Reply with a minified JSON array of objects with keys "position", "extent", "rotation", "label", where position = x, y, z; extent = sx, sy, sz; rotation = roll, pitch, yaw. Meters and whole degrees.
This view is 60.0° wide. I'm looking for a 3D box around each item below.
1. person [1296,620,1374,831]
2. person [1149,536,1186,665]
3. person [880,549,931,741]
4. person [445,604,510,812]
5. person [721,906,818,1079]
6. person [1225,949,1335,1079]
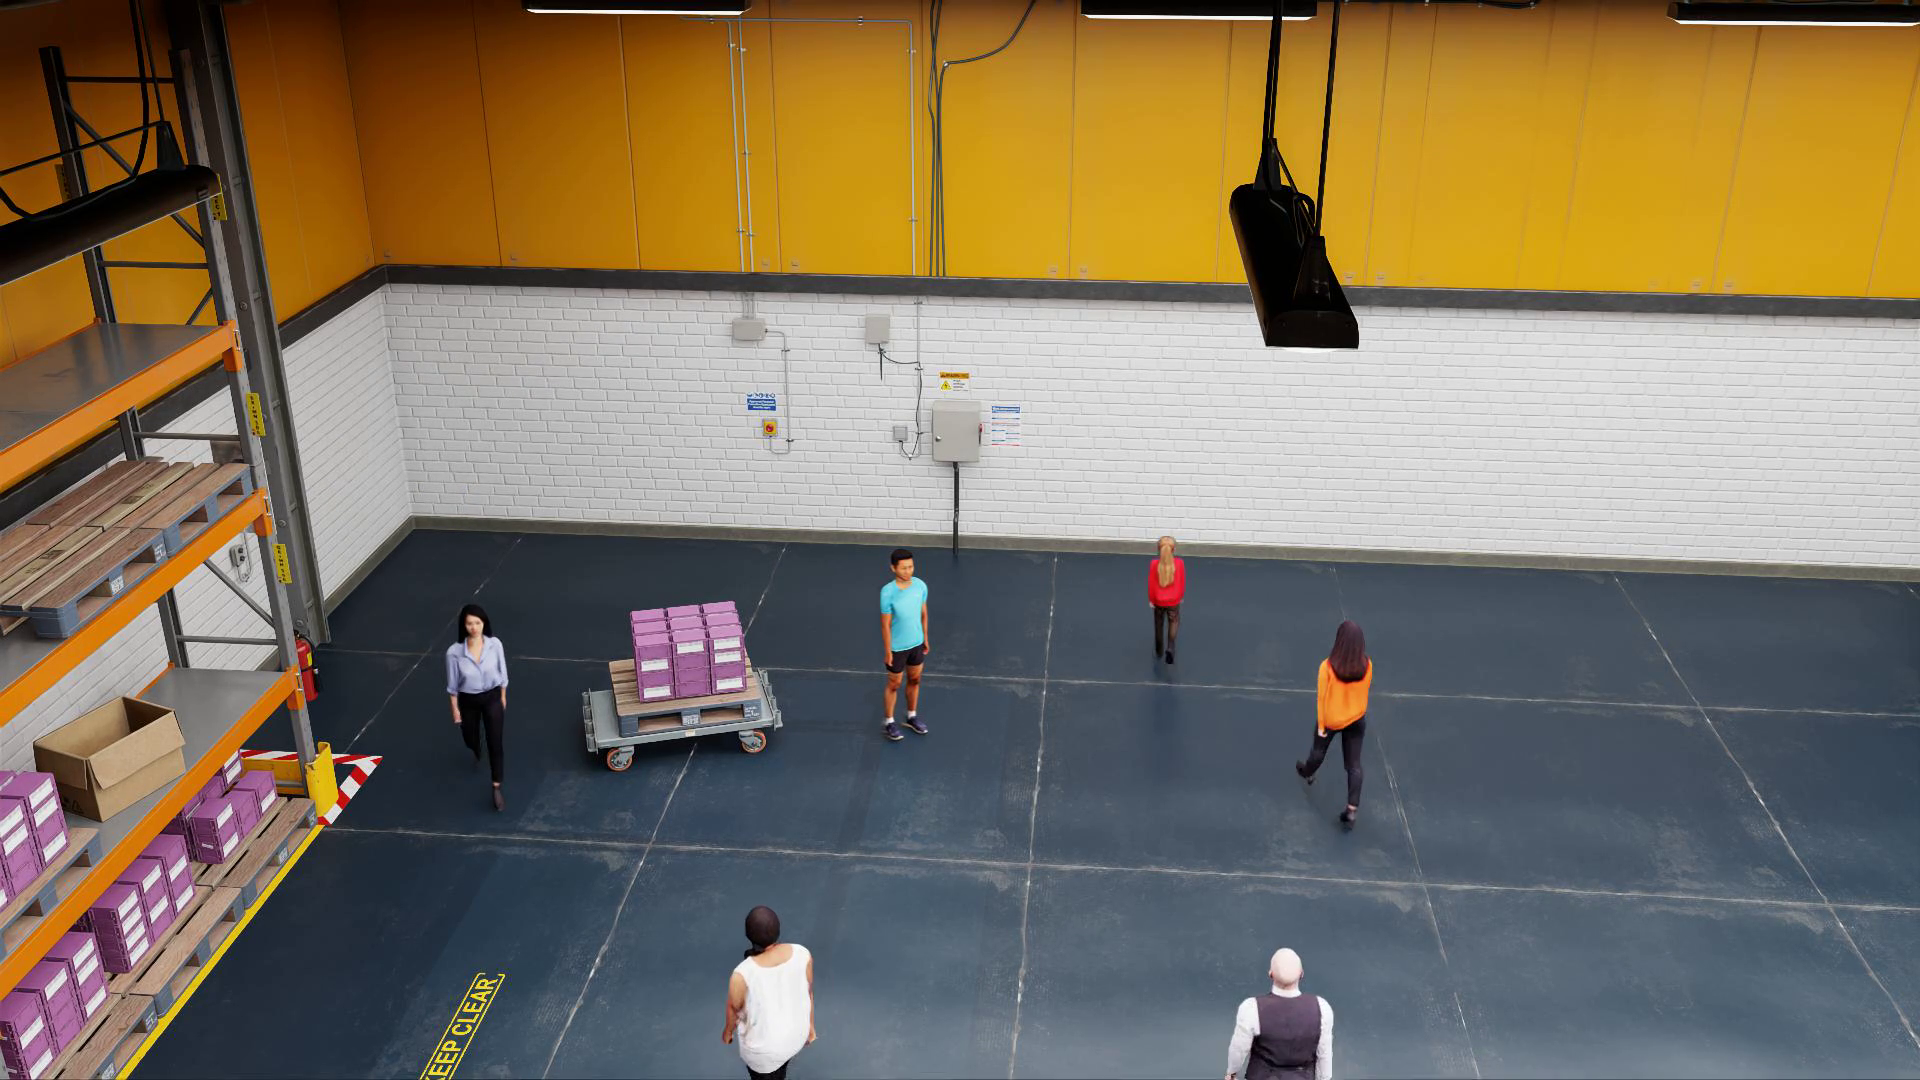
[{"position":[3.046,1.482,13.077],"extent":[0.837,1.710,1.166],"rotation":[-5,24,-10],"label":"person"},{"position":[1.954,0.579,15.689],"extent":[0.486,1.272,0.719],"rotation":[2,24,4],"label":"person"},{"position":[-0.490,0.886,14.362],"extent":[0.681,1.773,0.722],"rotation":[-16,28,-32],"label":"person"},{"position":[-3.899,1.302,13.470],"extent":[0.929,1.725,1.126],"rotation":[-10,25,-21],"label":"person"},{"position":[-1.088,2.946,9.789],"extent":[1.000,1.661,1.087],"rotation":[-17,29,-33],"label":"person"},{"position":[1.781,3.124,9.221],"extent":[0.847,1.790,1.153],"rotation":[-2,24,-5],"label":"person"}]
